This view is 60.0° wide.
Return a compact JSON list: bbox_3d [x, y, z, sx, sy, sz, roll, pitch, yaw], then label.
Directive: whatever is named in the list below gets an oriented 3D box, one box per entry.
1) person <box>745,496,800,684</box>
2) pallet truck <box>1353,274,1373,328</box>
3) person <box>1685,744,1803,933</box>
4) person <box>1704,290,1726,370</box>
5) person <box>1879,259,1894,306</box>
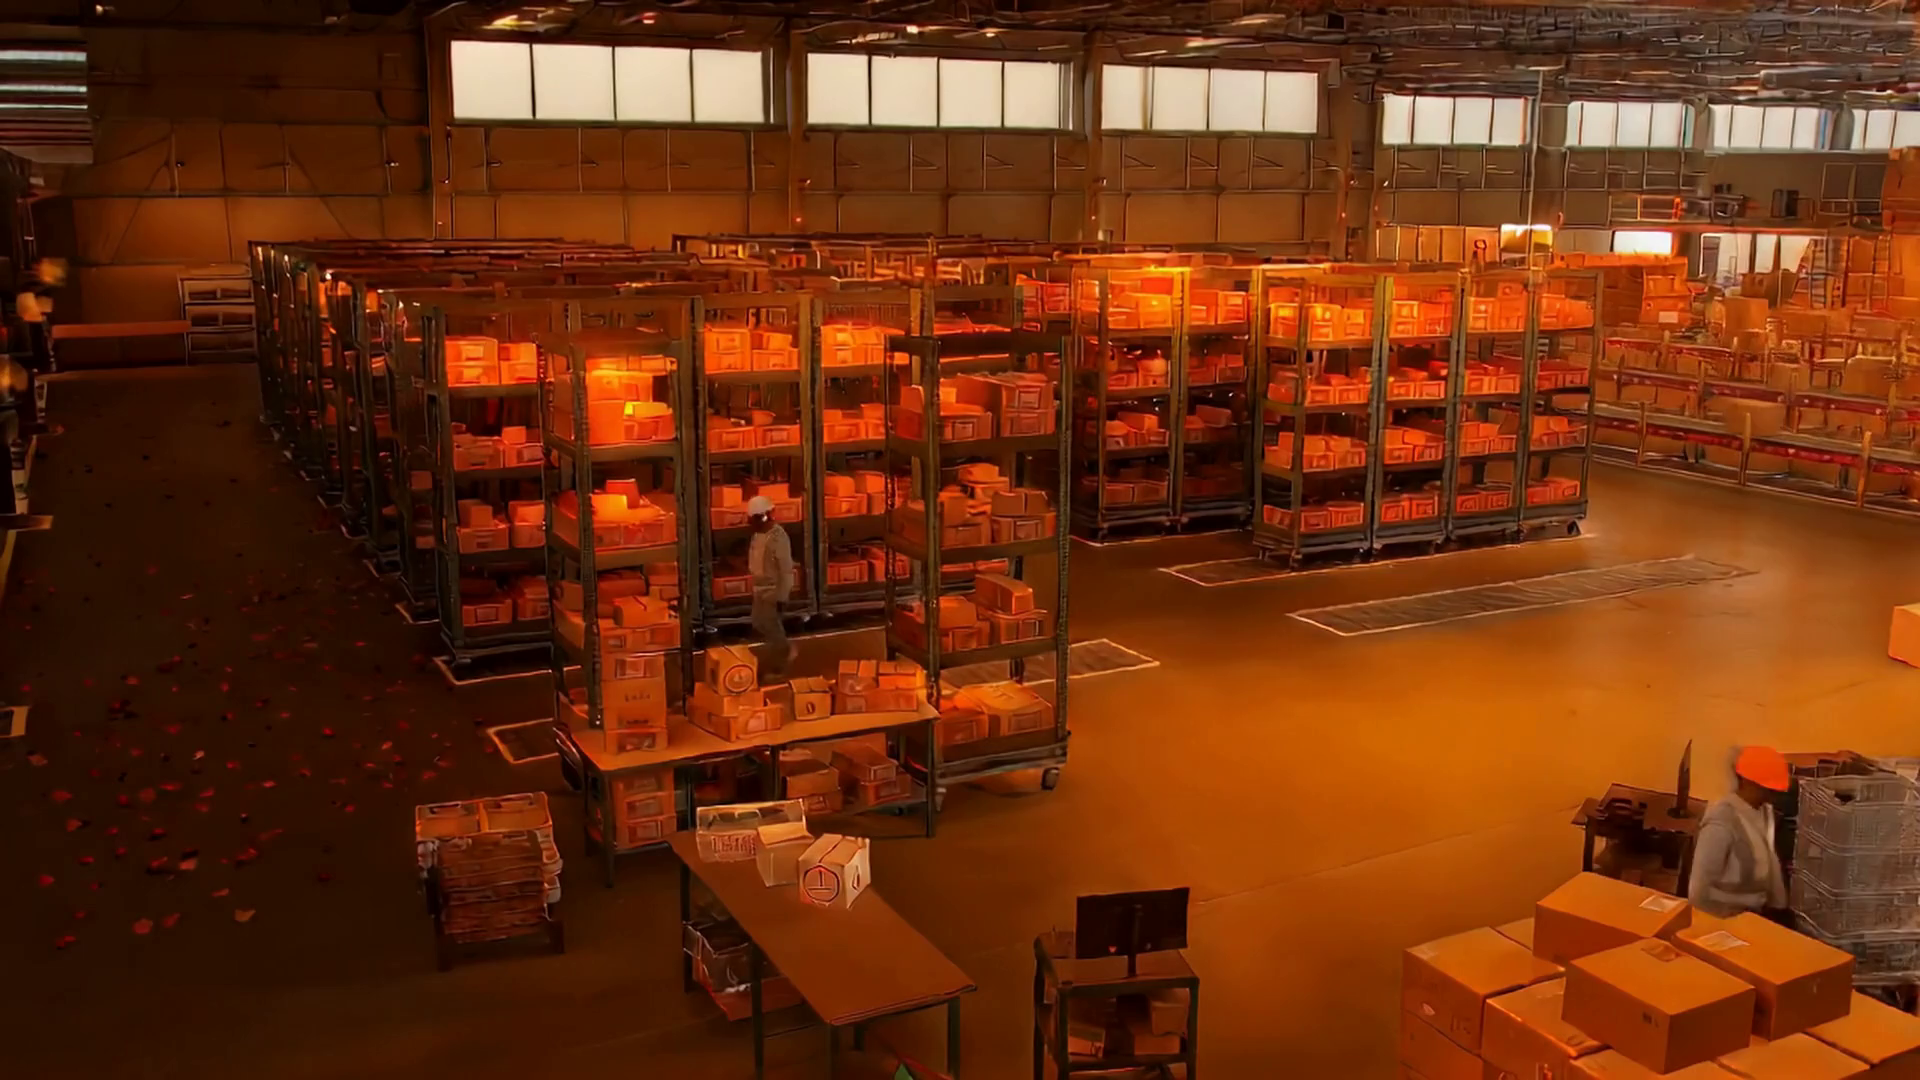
[{"bbox_3d":[-1.790,0.468,15.858,0.432,1.799,0.669,-6,13,-26],"label":"person"},{"bbox_3d":[13.011,-8.050,55.243,0.823,1.965,1.885,-7,14,-28],"label":"pallet truck"},{"bbox_3d":[4.064,1.957,8.720,1.040,1.881,0.608,10,16,39],"label":"person"},{"bbox_3d":[19.424,-5.400,42.738,0.377,2.041,0.616,-5,13,-22],"label":"person"},{"bbox_3d":[36.172,-10.028,64.856,0.515,1.841,0.326,-9,15,-35],"label":"person"}]
